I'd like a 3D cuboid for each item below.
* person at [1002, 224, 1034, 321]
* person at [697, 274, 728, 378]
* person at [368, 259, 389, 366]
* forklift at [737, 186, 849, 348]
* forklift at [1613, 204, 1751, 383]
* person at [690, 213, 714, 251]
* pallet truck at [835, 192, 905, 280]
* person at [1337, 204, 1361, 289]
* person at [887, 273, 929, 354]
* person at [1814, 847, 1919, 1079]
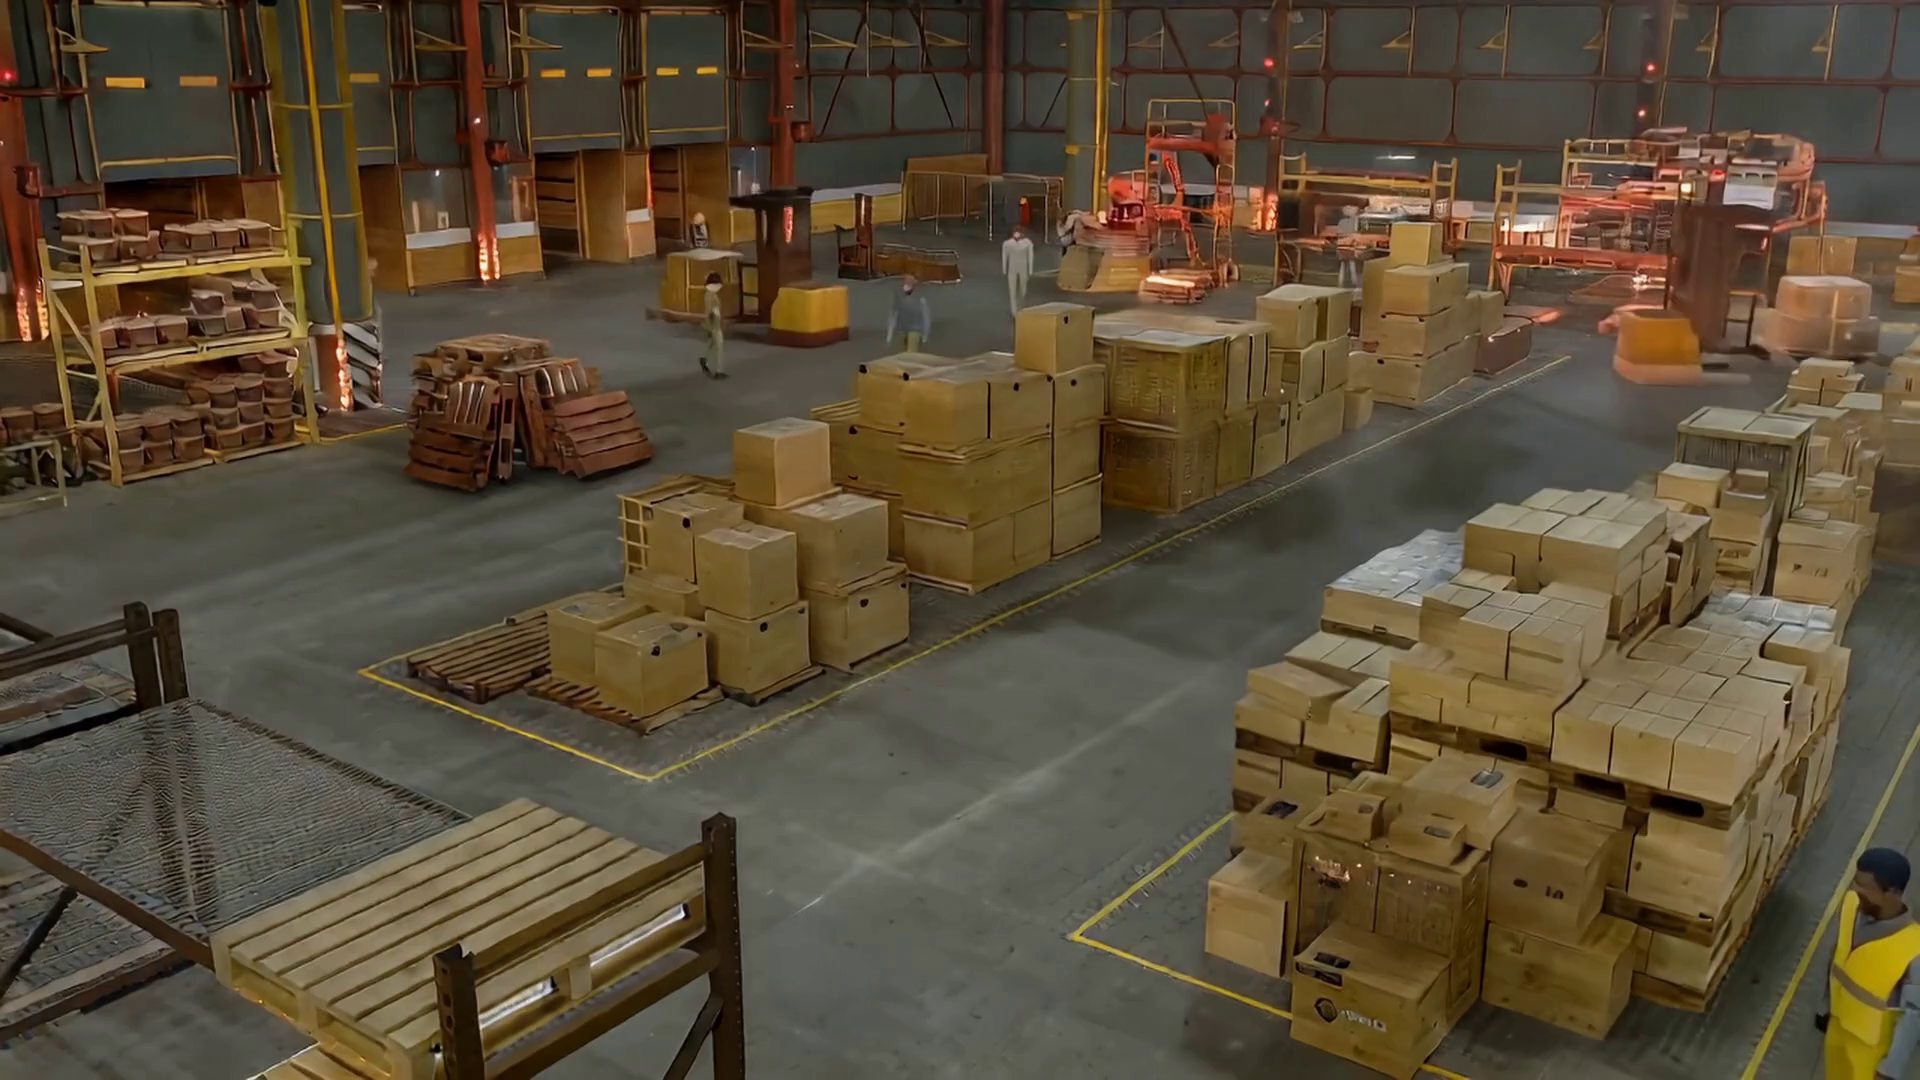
[{"bbox_3d":[1.160,-5.367,33.208,0.634,1.910,0.927,2,17,5],"label":"person"},{"bbox_3d":[-4.087,-3.527,27.412,0.440,1.725,0.496,1,17,3],"label":"person"},{"bbox_3d":[-10.005,-3.881,28.418,0.572,1.824,0.520,-4,17,-11],"label":"person"},{"bbox_3d":[-3.066,-5.040,30.462,1.873,2.768,1.129,12,21,35],"label":"forklift"},{"bbox_3d":[11.898,-4.034,27.131,1.873,2.768,1.129,1,17,3],"label":"forklift"},{"bbox_3d":[-5.864,-6.613,37.800,0.522,1.621,0.623,-4,17,-14],"label":"person"},{"bbox_3d":[-1.936,-7.159,38.982,1.885,1.965,0.823,-12,21,-34],"label":"pallet truck"},{"bbox_3d":[8.650,-6.525,37.019,0.567,1.918,0.647,10,20,31],"label":"person"},{"bbox_3d":[-0.780,-3.305,26.426,0.639,1.895,1.041,8,19,26],"label":"person"},{"bbox_3d":[4.239,2.307,7.783,0.391,1.913,0.587,-1,17,-4],"label":"person"}]
